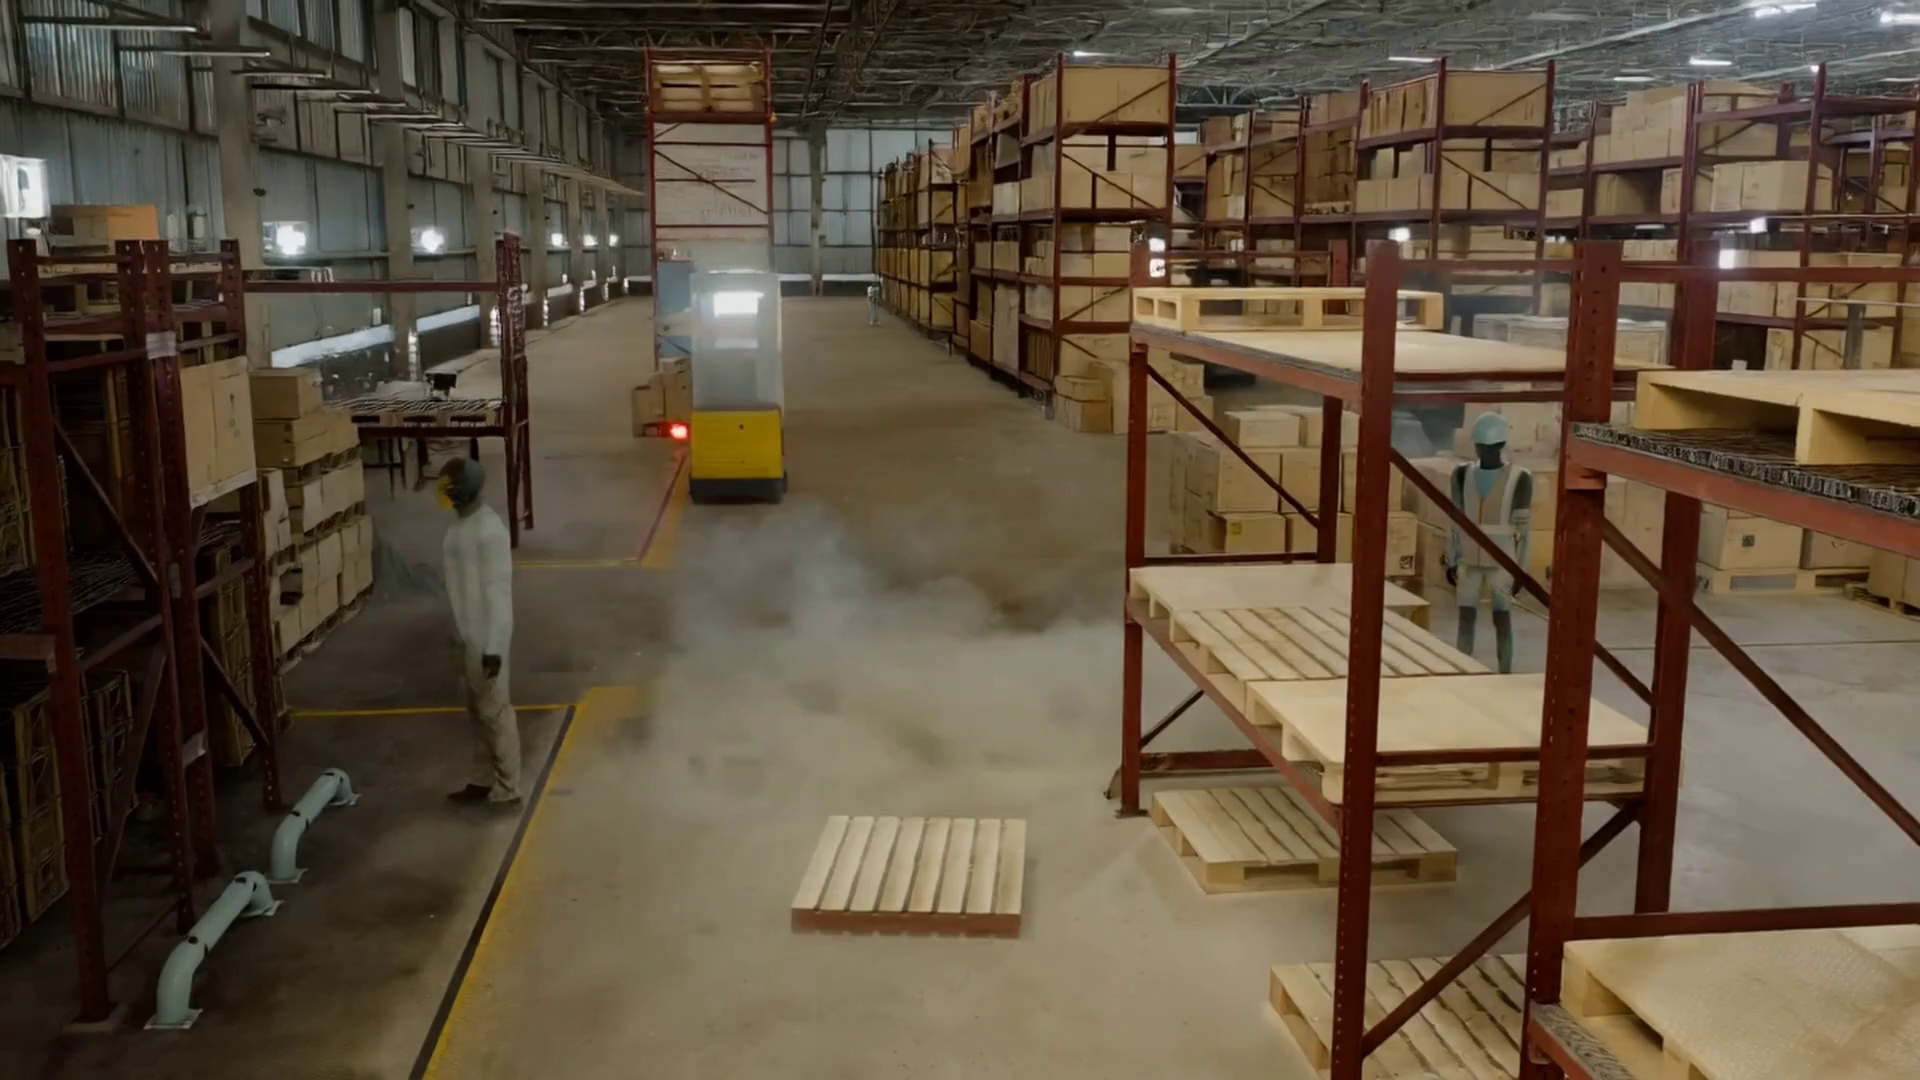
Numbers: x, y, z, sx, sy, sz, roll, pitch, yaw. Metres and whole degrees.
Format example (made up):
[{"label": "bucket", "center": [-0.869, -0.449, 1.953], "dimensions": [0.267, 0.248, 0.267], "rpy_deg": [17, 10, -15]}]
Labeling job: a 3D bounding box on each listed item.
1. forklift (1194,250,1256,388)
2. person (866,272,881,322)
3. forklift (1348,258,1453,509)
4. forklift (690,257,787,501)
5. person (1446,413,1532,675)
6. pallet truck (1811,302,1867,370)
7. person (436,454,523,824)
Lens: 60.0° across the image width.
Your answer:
[{"label": "forklift", "center": [5.415, -4.612, 34.486], "dimensions": [1.129, 2.768, 1.873], "rpy_deg": [-1, 10, -6]}, {"label": "person", "center": [-3.204, -9.013, 61.742], "dimensions": [0.573, 1.844, 0.376], "rpy_deg": [-2, 10, -9]}, {"label": "forklift", "center": [5.077, -1.728, 18.507], "dimensions": [1.873, 2.768, 1.129], "rpy_deg": [-1, 10, -7]}, {"label": "forklift", "center": [-2.645, -1.947, 19.720], "dimensions": [1.129, 2.768, 1.873], "rpy_deg": [-1, 10, -6]}, {"label": "person", "center": [3.432, 0.128, 10.880], "dimensions": [0.542, 1.928, 0.399], "rpy_deg": [8, 13, 39]}, {"label": "pallet truck", "center": [15.846, -3.142, 28.793], "dimensions": [1.885, 1.965, 0.823], "rpy_deg": [2, 10, 12]}, {"label": "person", "center": [-2.526, 0.509, 8.726], "dimensions": [0.355, 1.936, 0.635], "rpy_deg": [-7, 12, -33]}]
